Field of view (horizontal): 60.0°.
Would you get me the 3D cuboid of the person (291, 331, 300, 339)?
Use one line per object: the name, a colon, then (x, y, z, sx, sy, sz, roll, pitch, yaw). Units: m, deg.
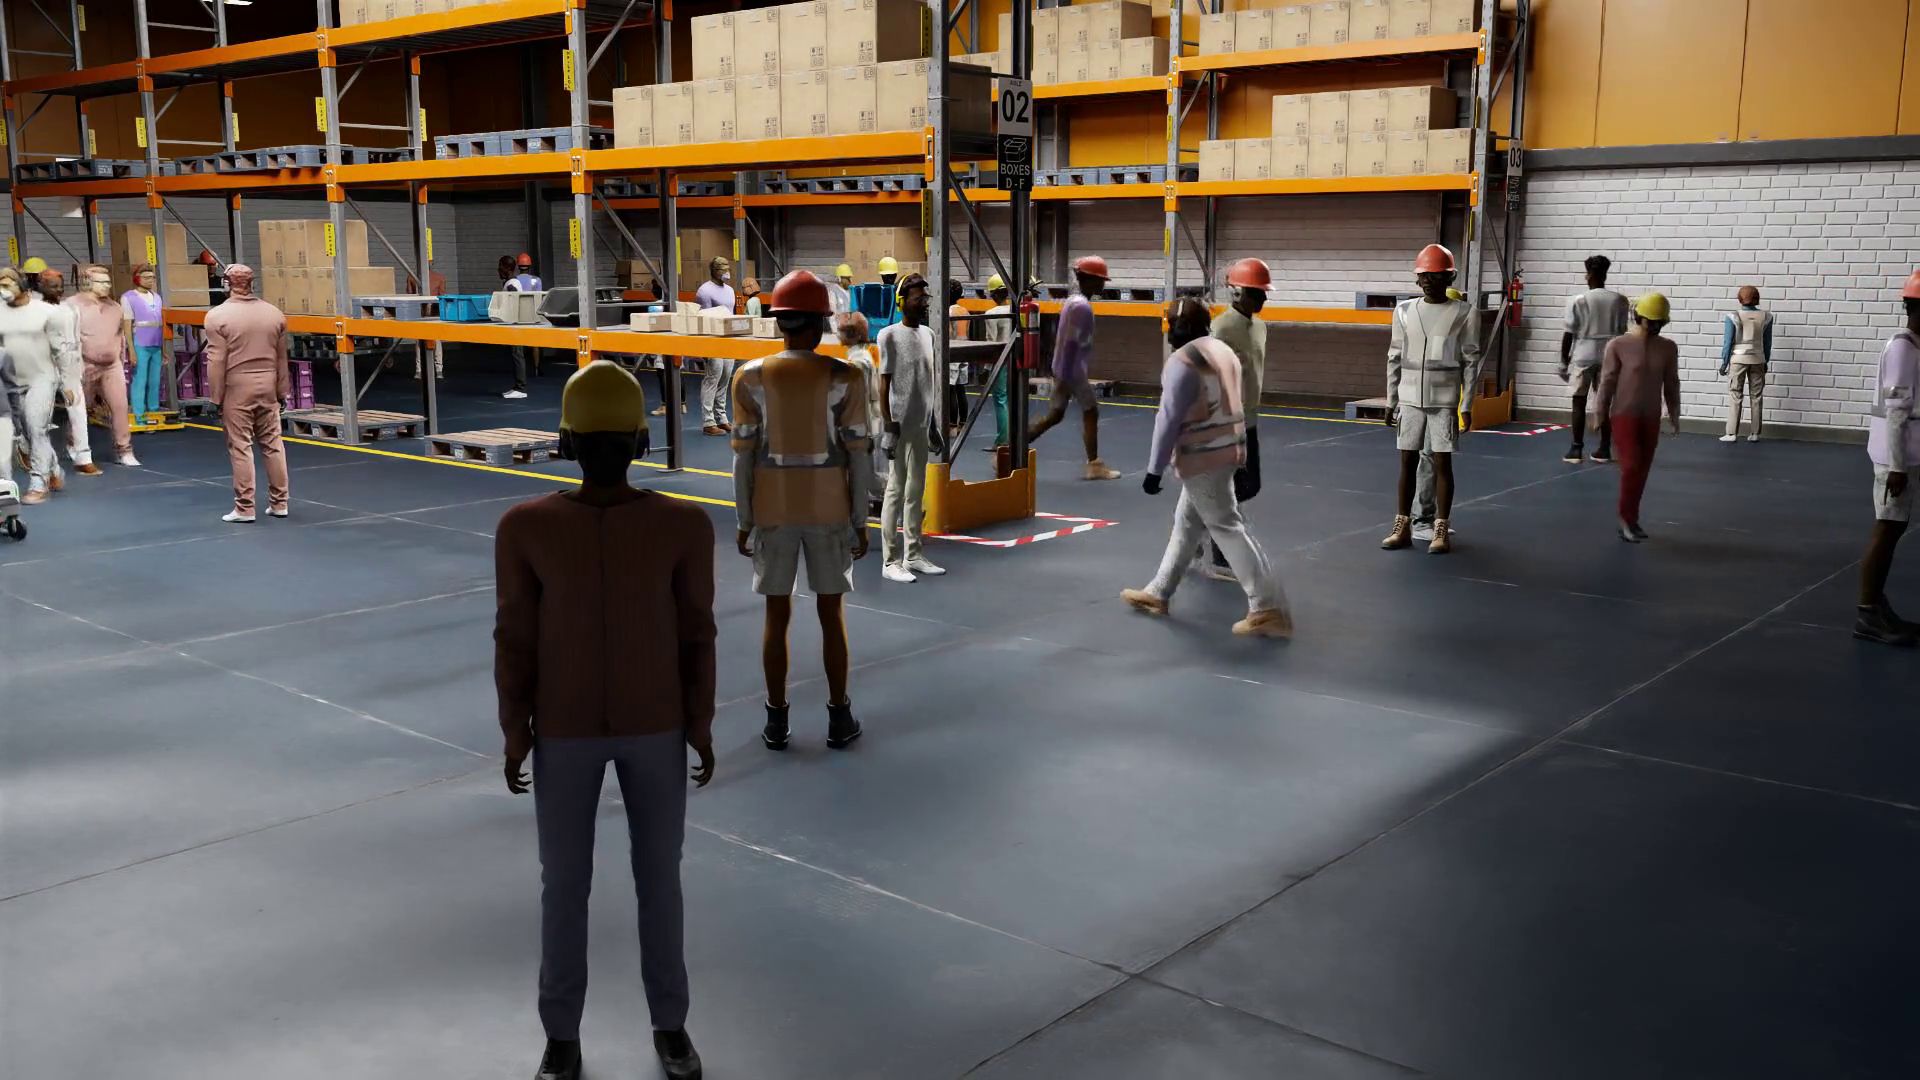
person: (-11.409, -3.691, 28.052, 0.524, 1.582, 0.839, 6, 11, 29)

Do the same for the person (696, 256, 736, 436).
person: (-2.619, -2.099, 18.025, 0.352, 1.937, 0.635, 4, 11, 22)

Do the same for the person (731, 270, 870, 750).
person: (-0.637, -0.114, 6.731, 0.552, 1.933, 0.364, 0, 10, -1)

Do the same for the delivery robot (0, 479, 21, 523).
delivery robot: (-6.858, -0.320, 11.563, 0.707, 0.478, 0.477, 7, 12, 36)

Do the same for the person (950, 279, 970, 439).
person: (-0.083, -1.927, 17.734, 0.315, 1.696, 0.541, 5, 11, 27)

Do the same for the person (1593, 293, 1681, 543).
person: (4.679, -0.837, 11.465, 0.580, 1.714, 0.617, -1, 10, -7)

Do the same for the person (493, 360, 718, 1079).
person: (-0.834, 0.455, 3.972, 0.524, 1.769, 0.309, -3, 10, -15)

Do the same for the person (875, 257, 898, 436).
person: (-0.759, -2.075, 17.919, 0.594, 1.924, 0.382, -1, 10, -5)

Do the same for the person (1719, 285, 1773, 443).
person: (8.186, -1.827, 17.328, 0.512, 1.640, 0.311, 0, 10, -1)

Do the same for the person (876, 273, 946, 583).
person: (-0.289, -0.685, 10.171, 0.328, 1.871, 0.517, 7, 12, 36)

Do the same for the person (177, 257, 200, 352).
person: (-10.816, -3.090, 23.783, 0.693, 1.897, 0.451, -6, 12, -31)

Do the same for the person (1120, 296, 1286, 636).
person: (1.331, -0.400, 8.864, 1.052, 1.778, 0.644, 6, 12, 32)

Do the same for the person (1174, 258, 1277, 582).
person: (1.609, -0.734, 10.173, 0.671, 1.967, 0.659, 9, 13, 40)

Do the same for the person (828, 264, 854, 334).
person: (-1.619, -3.003, 23.613, 0.754, 1.804, 0.619, 6, 12, 33)

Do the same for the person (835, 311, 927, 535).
person: (-0.611, -0.730, 11.144, 0.706, 1.616, 0.504, 0, 10, -1)

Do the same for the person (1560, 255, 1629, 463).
person: (5.965, -1.697, 15.674, 0.611, 1.960, 0.374, 0, 10, -2)

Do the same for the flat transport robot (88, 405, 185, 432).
flat transport robot: (-9.229, -1.368, 18.604, 0.652, 0.197, 1.431, -8, 13, -39)

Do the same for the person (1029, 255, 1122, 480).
person: (0.866, -1.478, 14.444, 1.028, 1.979, 0.625, -2, 10, -9)

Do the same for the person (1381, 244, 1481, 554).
person: (3.119, -0.929, 11.060, 0.605, 2.045, 0.377, 6, 12, 33)

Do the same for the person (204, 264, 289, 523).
person: (-5.290, -1.081, 12.318, 0.403, 1.906, 0.652, 7, 12, 33)

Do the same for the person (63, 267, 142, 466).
person: (-8.121, -1.623, 15.596, 0.986, 1.862, 0.630, 7, 12, 36)

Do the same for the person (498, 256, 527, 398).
person: (-6.053, -2.887, 22.563, 0.392, 1.920, 0.587, -3, 10, -15)

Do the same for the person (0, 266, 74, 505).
person: (-7.511, -1.269, 13.463, 0.637, 1.895, 0.973, -1, 10, -6)

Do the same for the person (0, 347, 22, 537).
person: (-6.845, -0.802, 11.641, 0.507, 1.578, 0.824, -5, 11, -25)

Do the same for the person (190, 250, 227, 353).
person: (-10.032, -2.883, 22.322, 0.383, 1.996, 0.609, 9, 14, 42)

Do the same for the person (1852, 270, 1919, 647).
person: (4.874, -0.431, 8.534, 0.376, 1.932, 0.551, 7, 12, 35)

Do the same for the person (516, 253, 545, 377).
person: (-6.788, -3.512, 26.053, 0.552, 1.942, 0.342, -1, 10, -3)

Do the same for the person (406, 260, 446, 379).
person: (-8.268, -3.489, 25.790, 0.609, 1.991, 0.384, -2, 10, -10)

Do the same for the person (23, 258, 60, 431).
person: (-10.186, -2.166, 18.468, 0.474, 1.910, 0.596, 2, 10, 11)

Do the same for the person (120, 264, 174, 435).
person: (-8.915, -2.078, 18.178, 0.372, 1.840, 0.570, 2, 10, 11)

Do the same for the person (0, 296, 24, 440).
person: (-10.122, -1.937, 17.434, 0.622, 1.847, 0.309, -9, 13, -41)

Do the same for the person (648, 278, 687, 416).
person: (-3.569, -2.343, 20.147, 0.322, 1.690, 0.547, 7, 12, 33)

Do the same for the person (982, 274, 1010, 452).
person: (0.404, -1.754, 16.556, 0.329, 1.765, 0.526, 8, 13, 37)

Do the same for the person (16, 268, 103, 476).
person: (-8.123, -1.496, 14.846, 0.890, 1.859, 0.590, 5, 11, 26)

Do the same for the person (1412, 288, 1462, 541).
person: (3.347, -0.870, 11.581, 0.302, 1.745, 0.483, 5, 11, 26)

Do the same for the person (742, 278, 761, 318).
person: (-2.794, -2.720, 22.463, 0.288, 1.626, 0.497, 0, 10, 2)
